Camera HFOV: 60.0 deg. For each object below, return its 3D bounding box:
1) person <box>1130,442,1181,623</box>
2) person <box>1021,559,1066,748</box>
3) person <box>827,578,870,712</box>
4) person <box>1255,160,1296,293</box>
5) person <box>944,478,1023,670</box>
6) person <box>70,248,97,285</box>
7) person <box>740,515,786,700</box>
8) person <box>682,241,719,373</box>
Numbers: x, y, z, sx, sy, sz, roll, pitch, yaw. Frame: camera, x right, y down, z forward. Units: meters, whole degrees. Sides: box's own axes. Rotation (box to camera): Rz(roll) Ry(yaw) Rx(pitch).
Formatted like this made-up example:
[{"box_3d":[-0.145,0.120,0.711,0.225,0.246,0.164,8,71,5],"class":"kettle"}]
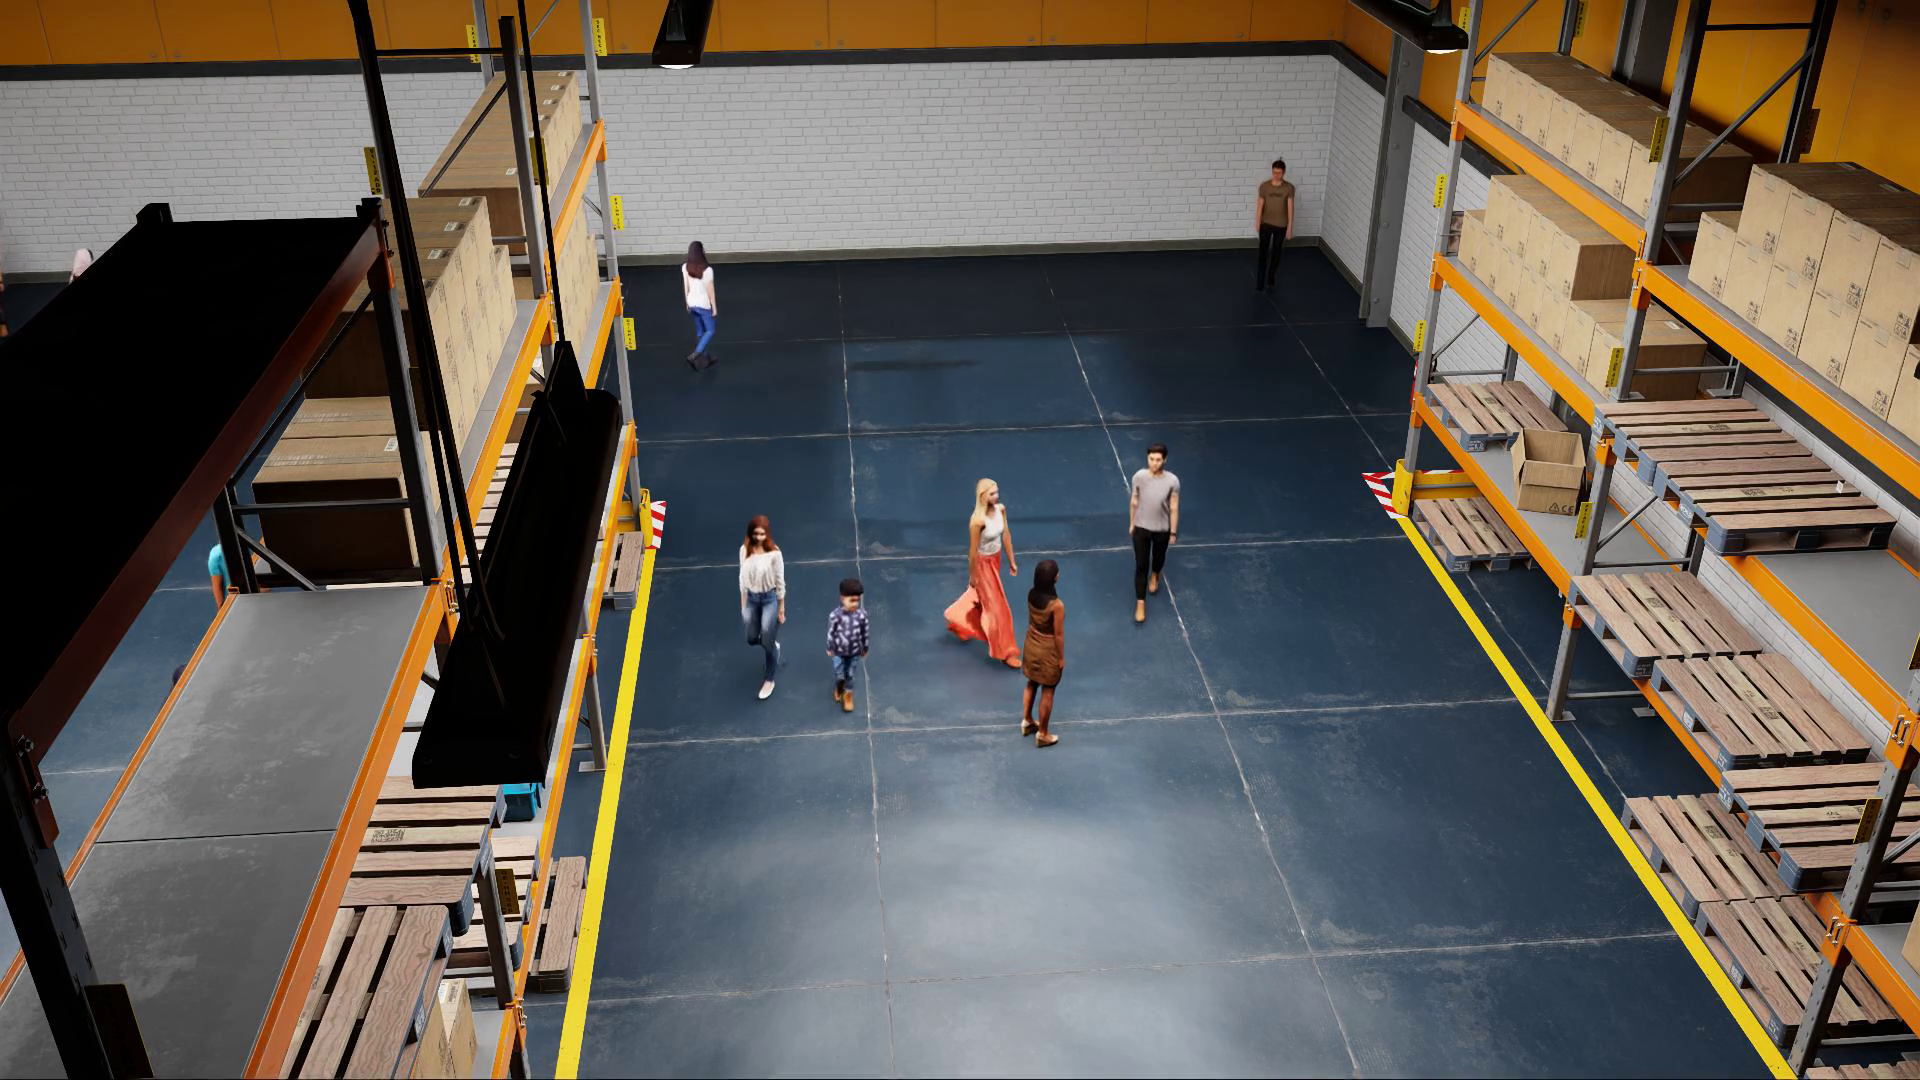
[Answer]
[{"box_3d":[1.830,-0.154,15.635,0.828,1.679,1.213,6,29,10],"class":"person"},{"box_3d":[0.688,0.919,13.662,0.701,1.683,0.603,-20,34,-32],"class":"person"},{"box_3d":[-0.970,0.864,14.221,0.529,1.245,0.557,-4,29,-6],"class":"person"},{"box_3d":[4.417,-4.433,23.318,0.796,1.833,0.971,4,29,8],"class":"person"},{"box_3d":[0.174,0.237,14.827,1.140,1.766,1.156,18,33,29],"class":"person"},{"box_3d":[-10.769,-2.775,20.513,0.881,1.608,0.890,26,38,38],"class":"person"},{"box_3d":[-1.667,0.511,14.384,0.774,1.709,0.913,10,30,17],"class":"person"},{"box_3d":[-3.240,-2.839,20.563,0.891,1.674,1.007,15,32,25],"class":"person"}]
